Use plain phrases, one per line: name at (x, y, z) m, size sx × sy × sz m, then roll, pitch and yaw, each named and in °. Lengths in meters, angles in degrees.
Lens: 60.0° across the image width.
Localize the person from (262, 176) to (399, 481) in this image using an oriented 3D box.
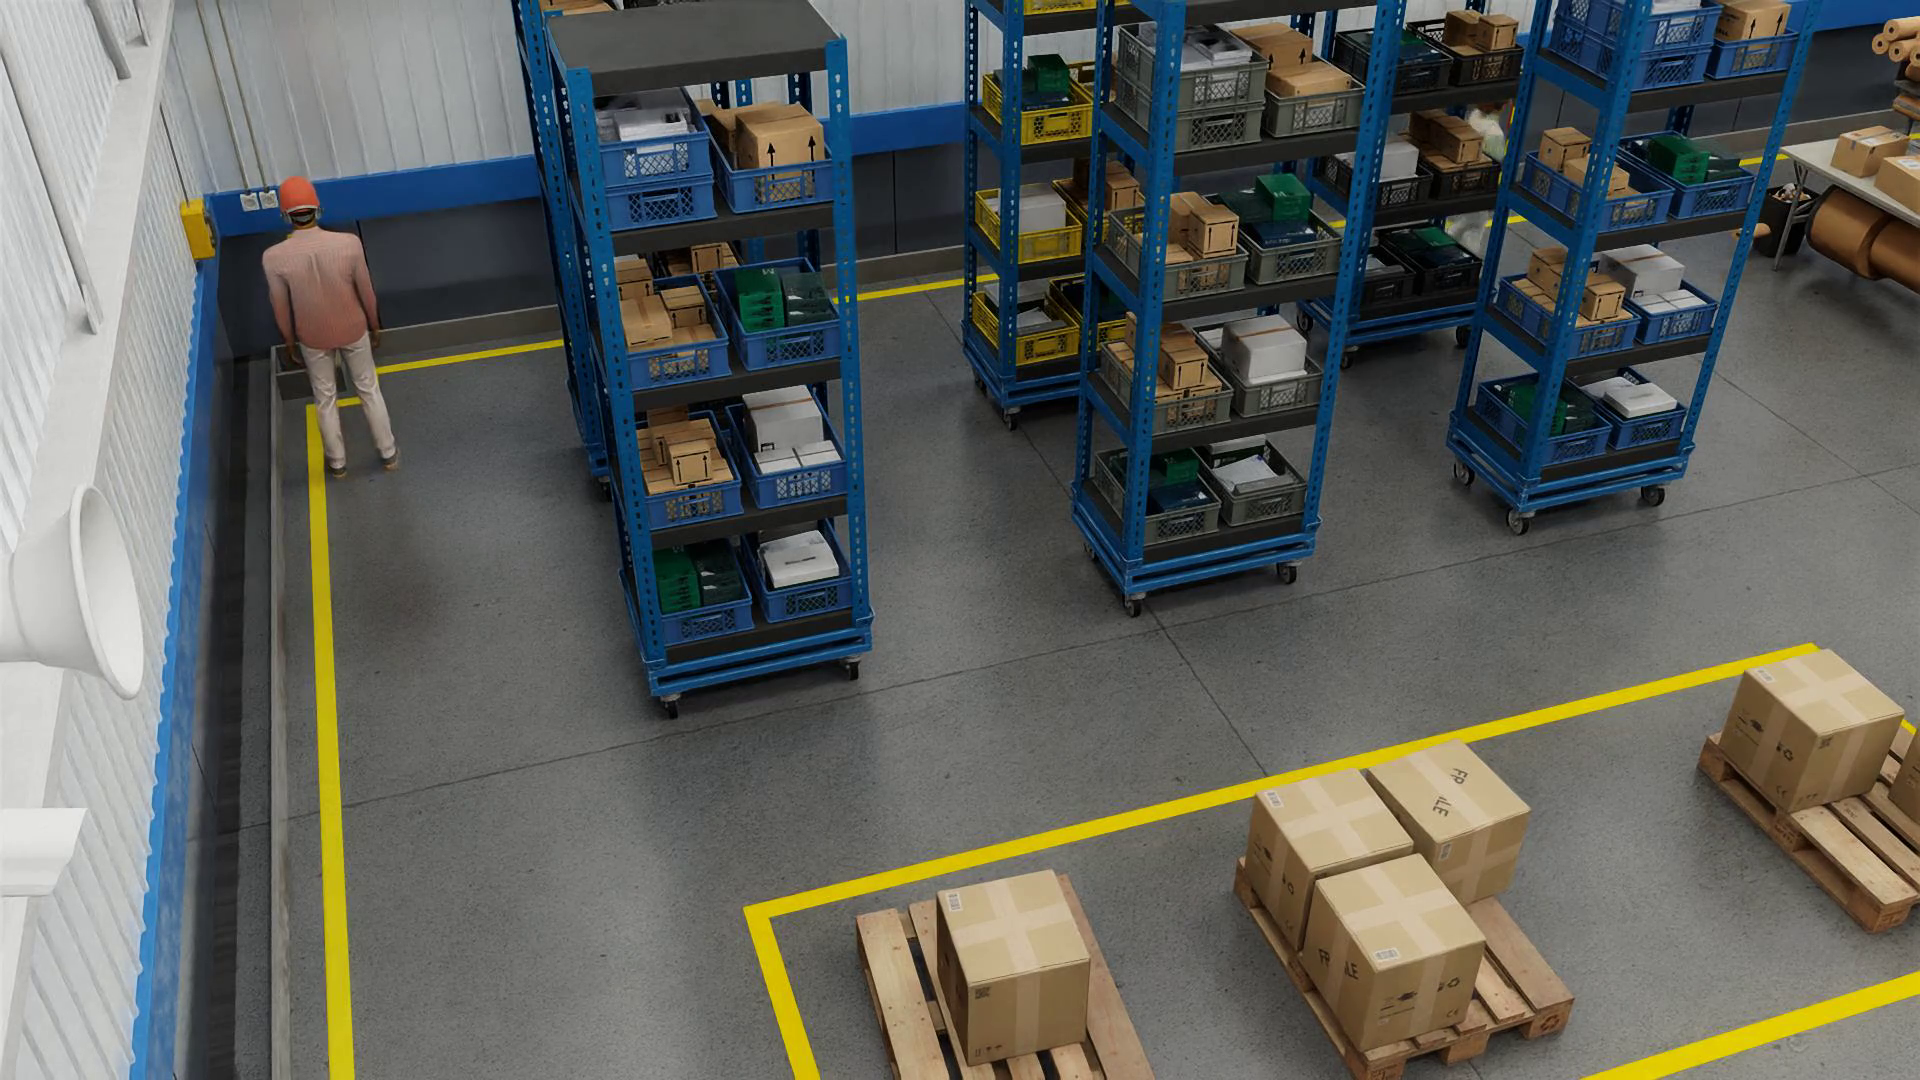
person at (-3.941, -1.323, 10.436) m, size 0.616 × 1.985 × 0.413 m, roll -14°, pitch 38°, yaw -20°

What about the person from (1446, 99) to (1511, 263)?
person at (3.936, -2.697, 12.686) m, size 0.374 × 1.628 × 0.529 m, roll -1°, pitch 35°, yaw -1°
